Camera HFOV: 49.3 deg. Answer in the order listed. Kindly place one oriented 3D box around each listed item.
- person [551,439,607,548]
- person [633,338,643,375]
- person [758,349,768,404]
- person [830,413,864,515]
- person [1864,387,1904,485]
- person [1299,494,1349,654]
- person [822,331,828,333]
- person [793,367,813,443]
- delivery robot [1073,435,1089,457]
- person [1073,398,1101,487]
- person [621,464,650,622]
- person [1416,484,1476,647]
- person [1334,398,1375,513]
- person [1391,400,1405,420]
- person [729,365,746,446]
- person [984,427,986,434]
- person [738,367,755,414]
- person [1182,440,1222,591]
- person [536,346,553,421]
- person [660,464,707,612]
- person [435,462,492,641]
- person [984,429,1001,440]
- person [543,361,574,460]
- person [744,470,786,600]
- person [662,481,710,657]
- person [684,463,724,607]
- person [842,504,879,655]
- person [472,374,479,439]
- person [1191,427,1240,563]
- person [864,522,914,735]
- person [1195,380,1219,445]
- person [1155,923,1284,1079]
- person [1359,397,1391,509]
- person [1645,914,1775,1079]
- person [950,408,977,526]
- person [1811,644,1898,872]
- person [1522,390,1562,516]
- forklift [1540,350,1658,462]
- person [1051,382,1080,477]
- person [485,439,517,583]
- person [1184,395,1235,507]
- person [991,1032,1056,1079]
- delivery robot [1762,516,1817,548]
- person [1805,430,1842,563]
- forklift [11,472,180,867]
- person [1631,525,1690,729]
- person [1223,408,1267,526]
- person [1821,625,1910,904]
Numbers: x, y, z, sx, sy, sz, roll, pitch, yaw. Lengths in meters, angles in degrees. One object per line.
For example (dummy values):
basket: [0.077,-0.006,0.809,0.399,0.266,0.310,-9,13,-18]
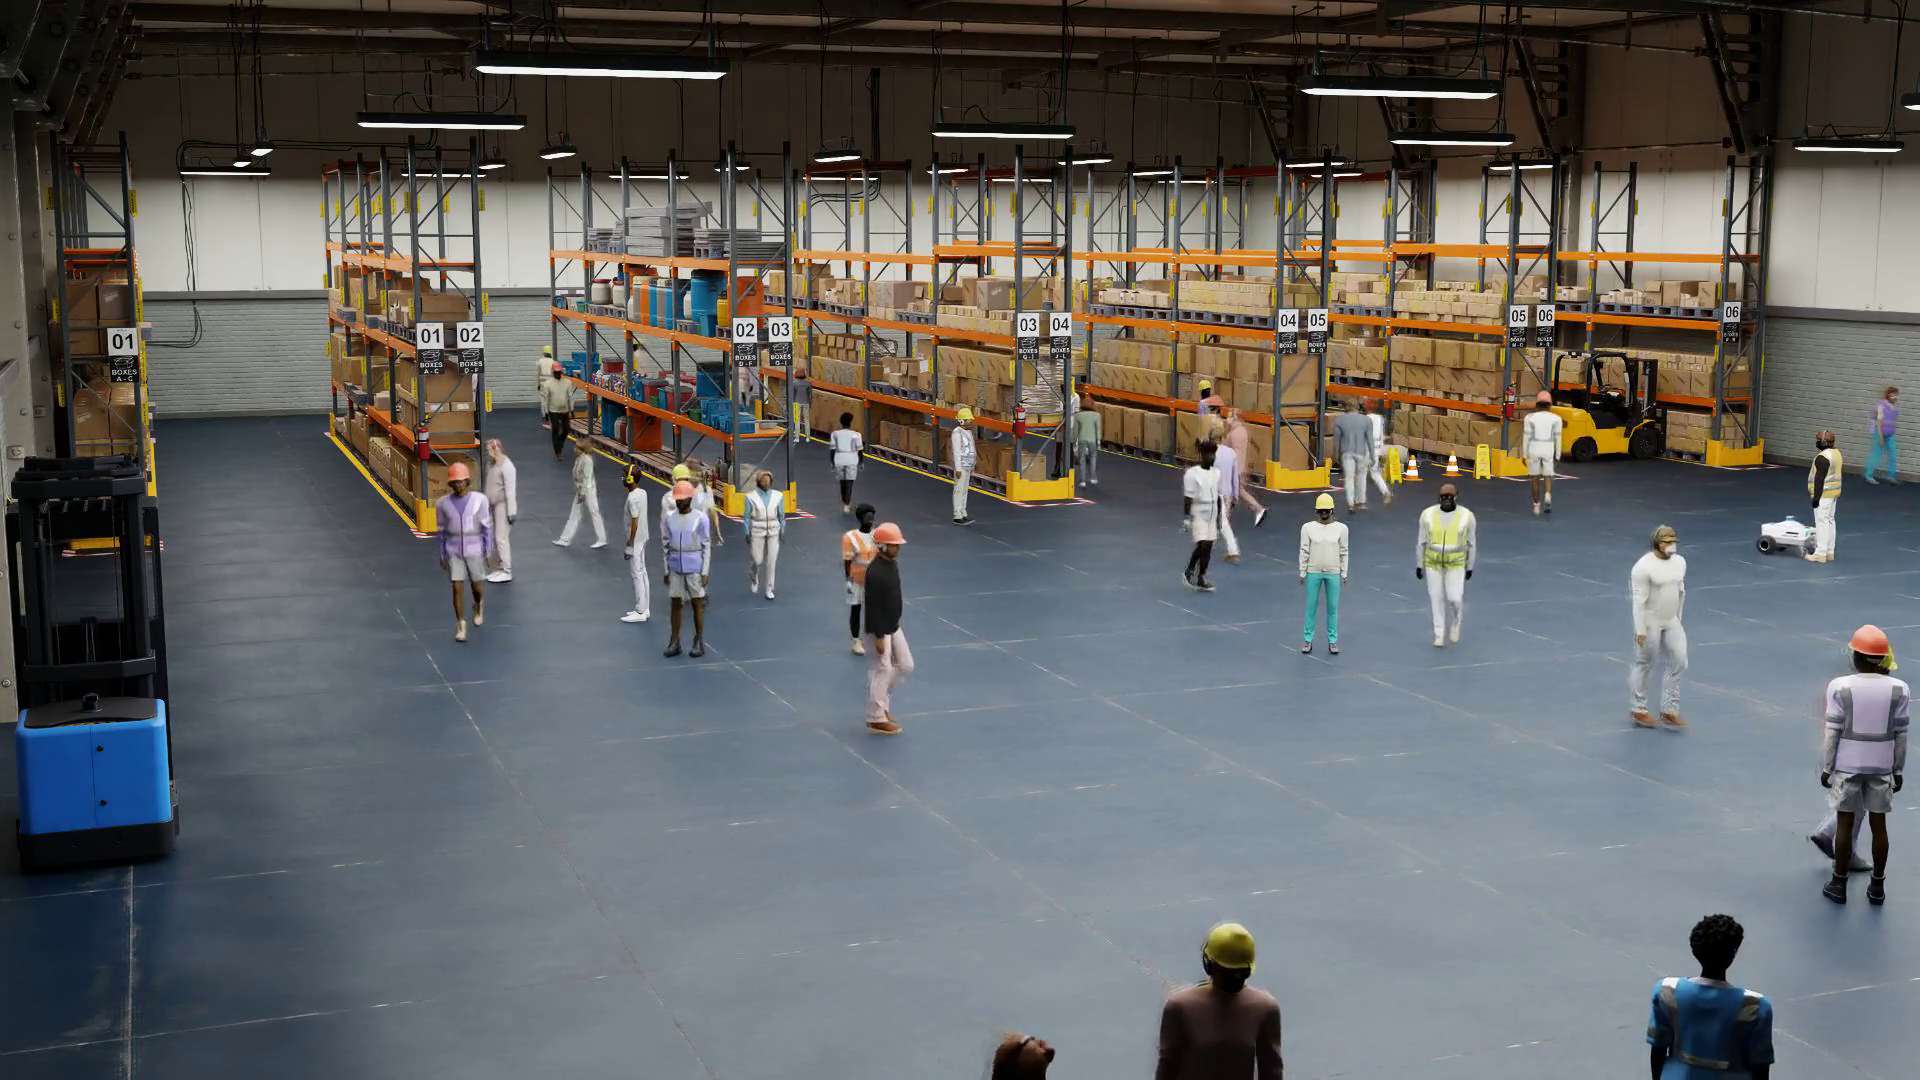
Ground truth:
person: [-5.512,-0.658,30.341,0.839,1.595,0.528,-5,10,-31]
person: [-8.084,-4.137,52.523,0.541,1.907,0.601,-1,9,-8]
person: [-5.196,-4.526,55.275,0.330,1.865,0.518,2,9,14]
person: [-1.849,-1.252,34.142,0.542,1.654,0.875,2,9,11]
person: [16.713,-1.865,37.742,0.590,1.794,0.862,-4,10,-27]
person: [3.992,0.366,22.983,0.534,1.767,0.314,1,9,8]
person: [-3.548,-4.416,54.151,0.622,1.977,0.545,6,11,36]
person: [-3.441,-2.926,45.361,0.500,1.636,0.281,-3,9,-16]
delivery robot: [2.322,-1.848,41.592,0.477,0.478,0.707,-2,9,-15]
person: [2.296,-1.769,37.756,0.526,1.584,0.826,2,9,11]
person: [-3.869,0.029,24.878,0.326,1.874,0.519,1,9,7]
person: [5.395,0.282,23.325,0.638,1.825,0.452,3,9,20]
person: [6.464,-1.391,34.352,0.658,1.879,1.011,1,9,8]
person: [10.098,-3.422,48.351,0.483,1.737,0.320,8,11,41]
person: [-4.683,-2.728,43.343,0.530,1.849,0.679,-4,10,-27]
person: [0.509,-2.697,43.060,0.610,1.865,0.603,-6,11,-36]
person: [-5.278,-3.796,50.694,0.686,1.794,0.905,4,9,24]
person: [3.133,-0.305,26.827,0.647,1.950,0.417,-6,11,-36]
person: [-9.944,-3.789,50.634,0.612,1.783,0.919,1,9,5]
person: [-3.328,-0.014,25.359,0.596,1.817,0.534,-6,10,-33]
person: [-5.631,0.110,23.811,0.620,2.029,0.617,-1,9,-6]
person: [0.620,-3.068,45.566,0.665,1.850,1.003,3,9,18]
person: [-8.087,-2.617,42.134,0.640,1.981,0.519,-5,10,-28]
person: [-2.450,-0.069,26.353,0.516,1.623,0.381,-3,9,-17]
person: [-3.003,0.317,22.796,0.557,1.926,0.489,2,9,15]
person: [-3.248,-0.069,25.815,0.542,1.781,0.981,-5,10,-30]
person: [-1.005,0.450,22.734,0.538,1.677,0.686,-4,9,-22]
person: [-10.403,-2.913,44.324,0.594,1.921,0.387,1,9,7]
person: [3.614,-0.640,29.341,0.637,1.882,1.039,-7,11,-39]
person: [-0.671,0.812,19.301,0.444,1.973,0.644,3,9,17]
person: [4.432,-1.917,37.702,0.382,1.917,0.585,7,11,39]
person: [1.125,2.480,8.955,0.536,1.739,0.699,-1,9,-10]
person: [6.809,-1.429,34.599,0.593,1.865,0.716,-5,10,-32]
person: [3.277,2.470,9.180,0.536,1.697,0.322,5,10,31]
person: [0.063,-1.161,32.937,0.404,1.834,0.591,3,9,19]
person: [6.499,1.558,15.099,0.389,1.736,0.545,1,9,6]
person: [9.406,-1.404,33.883,0.602,2.032,0.491,1,9,9]
forklift: [12.897,-2.725,42.309,2.313,2.155,1.214,-3,9,-21]
person: [1.961,-2.142,39.125,0.545,1.939,0.373,3,9,18]
person: [-6.092,-0.391,27.660,0.459,1.885,0.692,-4,10,-26]
person: [4.154,-1.464,34.776,0.981,1.905,0.552,-3,9,-19]
person: [0.153,2.670,8.192,0.508,1.592,0.852,-8,11,-42]
delivery robot: [11.852,-0.099,29.927,0.477,0.478,0.707,-8,12,-43]
person: [12.110,-0.621,29.358,0.432,1.836,0.618,7,11,39]
forklift: [-6.630,0.886,15.957,1.129,2.768,1.873,-3,9,-21]
person: [6.545,0.819,19.442,0.665,1.914,0.723,-4,9,-24]
person: [4.331,-1.119,32.509,0.820,1.882,0.650,2,9,16]
person: [6.258,1.548,14.513,0.552,1.942,0.342,1,9,9]
